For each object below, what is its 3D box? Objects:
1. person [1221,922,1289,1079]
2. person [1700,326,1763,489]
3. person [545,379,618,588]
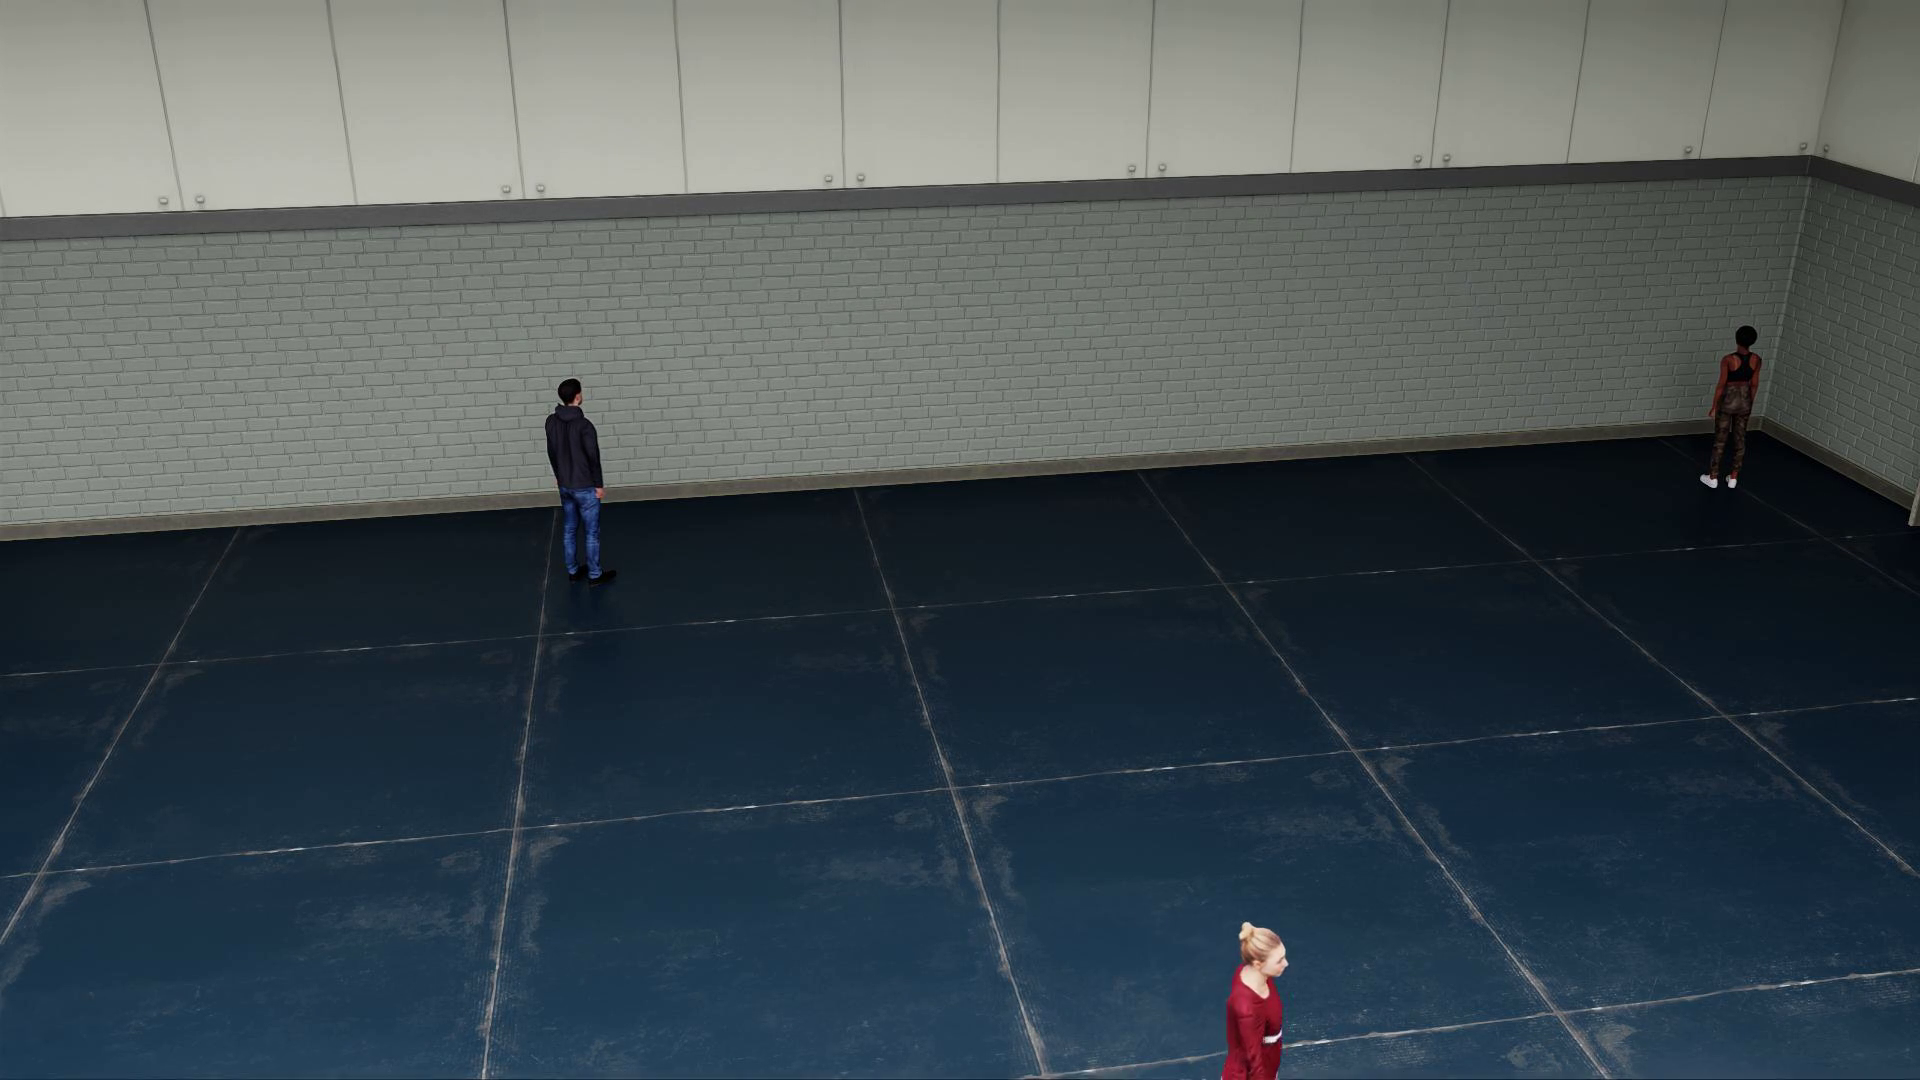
[{"bbox_3d":[1.269,2.519,7.812,0.982,1.666,1.080,7,24,17],"label":"person"},{"bbox_3d":[7.856,-1.357,16.887,0.620,1.697,0.599,1,23,3],"label":"person"},{"bbox_3d":[-3.367,-0.501,14.622,0.761,1.895,0.780,10,25,23],"label":"person"}]
